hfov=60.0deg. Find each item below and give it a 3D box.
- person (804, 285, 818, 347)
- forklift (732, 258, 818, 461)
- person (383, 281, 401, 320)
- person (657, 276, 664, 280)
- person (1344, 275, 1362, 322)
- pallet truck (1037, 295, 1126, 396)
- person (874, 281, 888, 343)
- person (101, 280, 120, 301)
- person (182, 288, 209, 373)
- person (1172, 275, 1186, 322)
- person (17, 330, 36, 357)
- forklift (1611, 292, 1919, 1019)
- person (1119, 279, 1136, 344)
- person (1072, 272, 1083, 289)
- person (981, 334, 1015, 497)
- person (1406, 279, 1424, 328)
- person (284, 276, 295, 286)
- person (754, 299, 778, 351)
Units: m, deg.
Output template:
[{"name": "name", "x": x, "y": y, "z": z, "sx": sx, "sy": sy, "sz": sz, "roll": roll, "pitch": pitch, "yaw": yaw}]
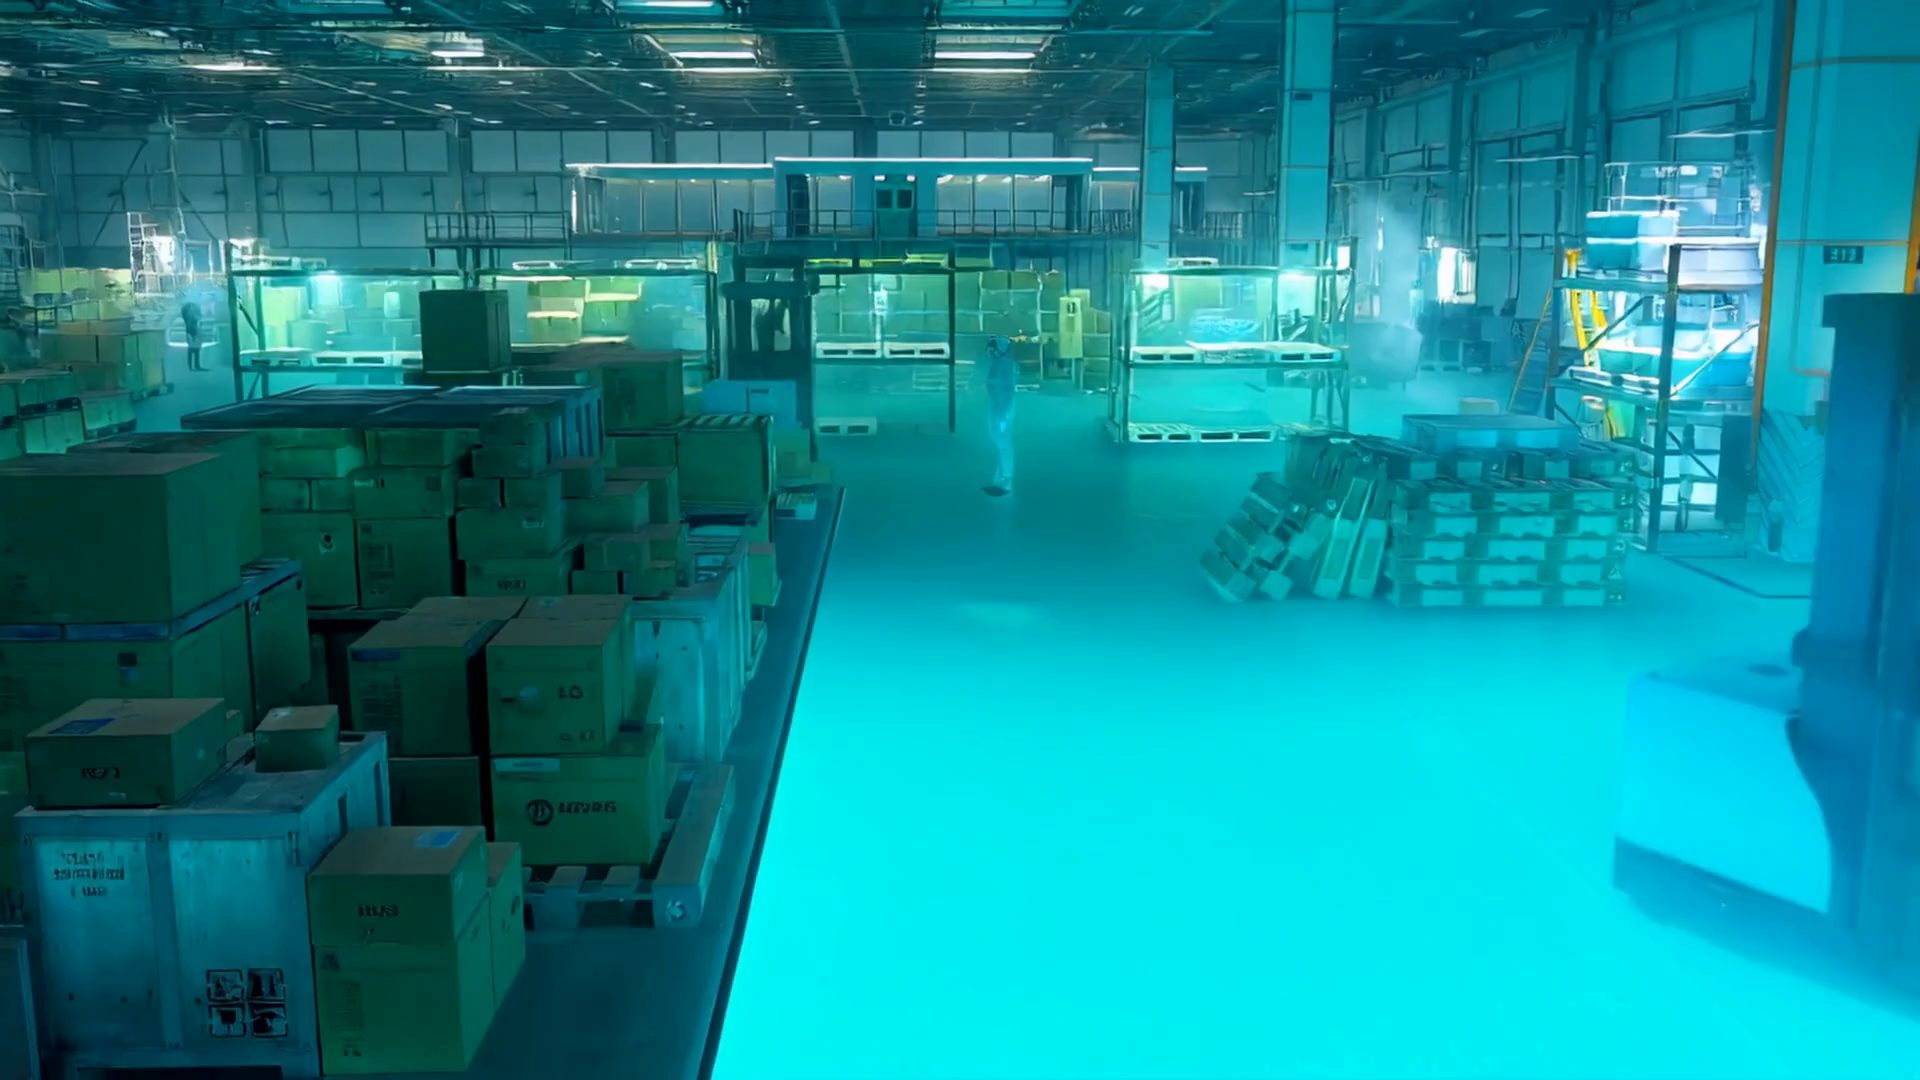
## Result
[{"name": "person", "x": -4.427, "y": -6.503, "z": 48.077, "sx": 0.601, "sy": 1.846, "sz": 0.889, "roll": -9, "pitch": 13, "yaw": -40}, {"name": "forklift", "x": -2.454, "y": -2.277, "z": 21.663, "sx": 1.129, "sy": 2.768, "sz": 1.873, "roll": 0, "pitch": 10, "yaw": -2}, {"name": "person", "x": -16.459, "y": -6.581, "z": 48.349, "sx": 0.548, "sy": 1.916, "sz": 0.796, "roll": 3, "pitch": 11, "yaw": 18}, {"name": "person", "x": -9.999, "y": -7.760, "z": 54.958, "sx": 0.644, "sy": 1.891, "sz": 0.557, "roll": 0, "pitch": 10, "yaw": -2}, {"name": "person", "x": 14.465, "y": -8.840, "z": 61.154, "sx": 0.652, "sy": 1.830, "sz": 0.438, "roll": 2, "pitch": 10, "yaw": 8}, {"name": "pallet truck", "x": 2.483, "y": -3.881, "z": 33.060, "sx": 1.885, "sy": 1.965, "sz": 0.823, "roll": -7, "pitch": 13, "yaw": -36}, {"name": "person", "x": -2.309, "y": -6.685, "z": 48.998, "sx": 0.356, "sy": 1.885, "sz": 0.574, "roll": 5, "pitch": 11, "yaw": 27}, {"name": "person", "x": -28.196, "y": -7.769, "z": 55.338, "sx": 0.605, "sy": 1.787, "sz": 0.840, "roll": -2, "pitch": 10, "yaw": -13}, {"name": "person", "x": -17.698, "y": -4.828, "z": 38.421, "sx": 0.612, "sy": 1.965, "sz": 0.362, "roll": 8, "pitch": 13, "yaw": 37}, {"name": "person", "x": 8.164, "y": -9.087, "z": 62.644, "sx": 0.971, "sy": 1.786, "sz": 0.610, "roll": -7, "pitch": 12, "yaw": -32}, {"name": "person", "x": -12.819, "y": -1.954, "z": 22.811, "sx": 0.372, "sy": 1.821, "sz": 0.602, "roll": -3, "pitch": 10, "yaw": -14}, {"name": "forklift", "x": 3.897, "y": 0.368, "z": 6.933, "sx": 1.129, "sy": 2.768, "sz": 1.873, "roll": -6, "pitch": 12, "yaw": -30}, {"name": "person", "x": 4.850, "y": -6.759, "z": 49.285, "sx": 0.733, "sy": 1.919, "sz": 0.654, "roll": -7, "pitch": 12, "yaw": -33}, {"name": "person", "x": 3.971, "y": -8.226, "z": 57.319, "sx": 0.659, "sy": 1.972, "sz": 0.659, "roll": -1, "pitch": 10, "yaw": -3}, {"name": "person", "x": 0.472, "y": -1.490, "z": 19.906, "sx": 0.373, "sy": 1.940, "sz": 0.629, "roll": -2, "pitch": 10, "yaw": -11}, {"name": "person", "x": 14.738, "y": -7.537, "z": 53.853, "sx": 0.563, "sy": 1.848, "sz": 0.392, "roll": 5, "pitch": 11, "yaw": 24}, {"name": "person", "x": -28.007, "y": -10.294, "z": 69.492, "sx": 0.483, "sy": 1.745, "sz": 0.299, "roll": -10, "pitch": 14, "yaw": -43}, {"name": "person", "x": -4.836, "y": -5.324, "z": 40.977, "sx": 0.536, "sy": 2.000, "sz": 0.683, "roll": 7, "pitch": 13, "yaw": 36}]
